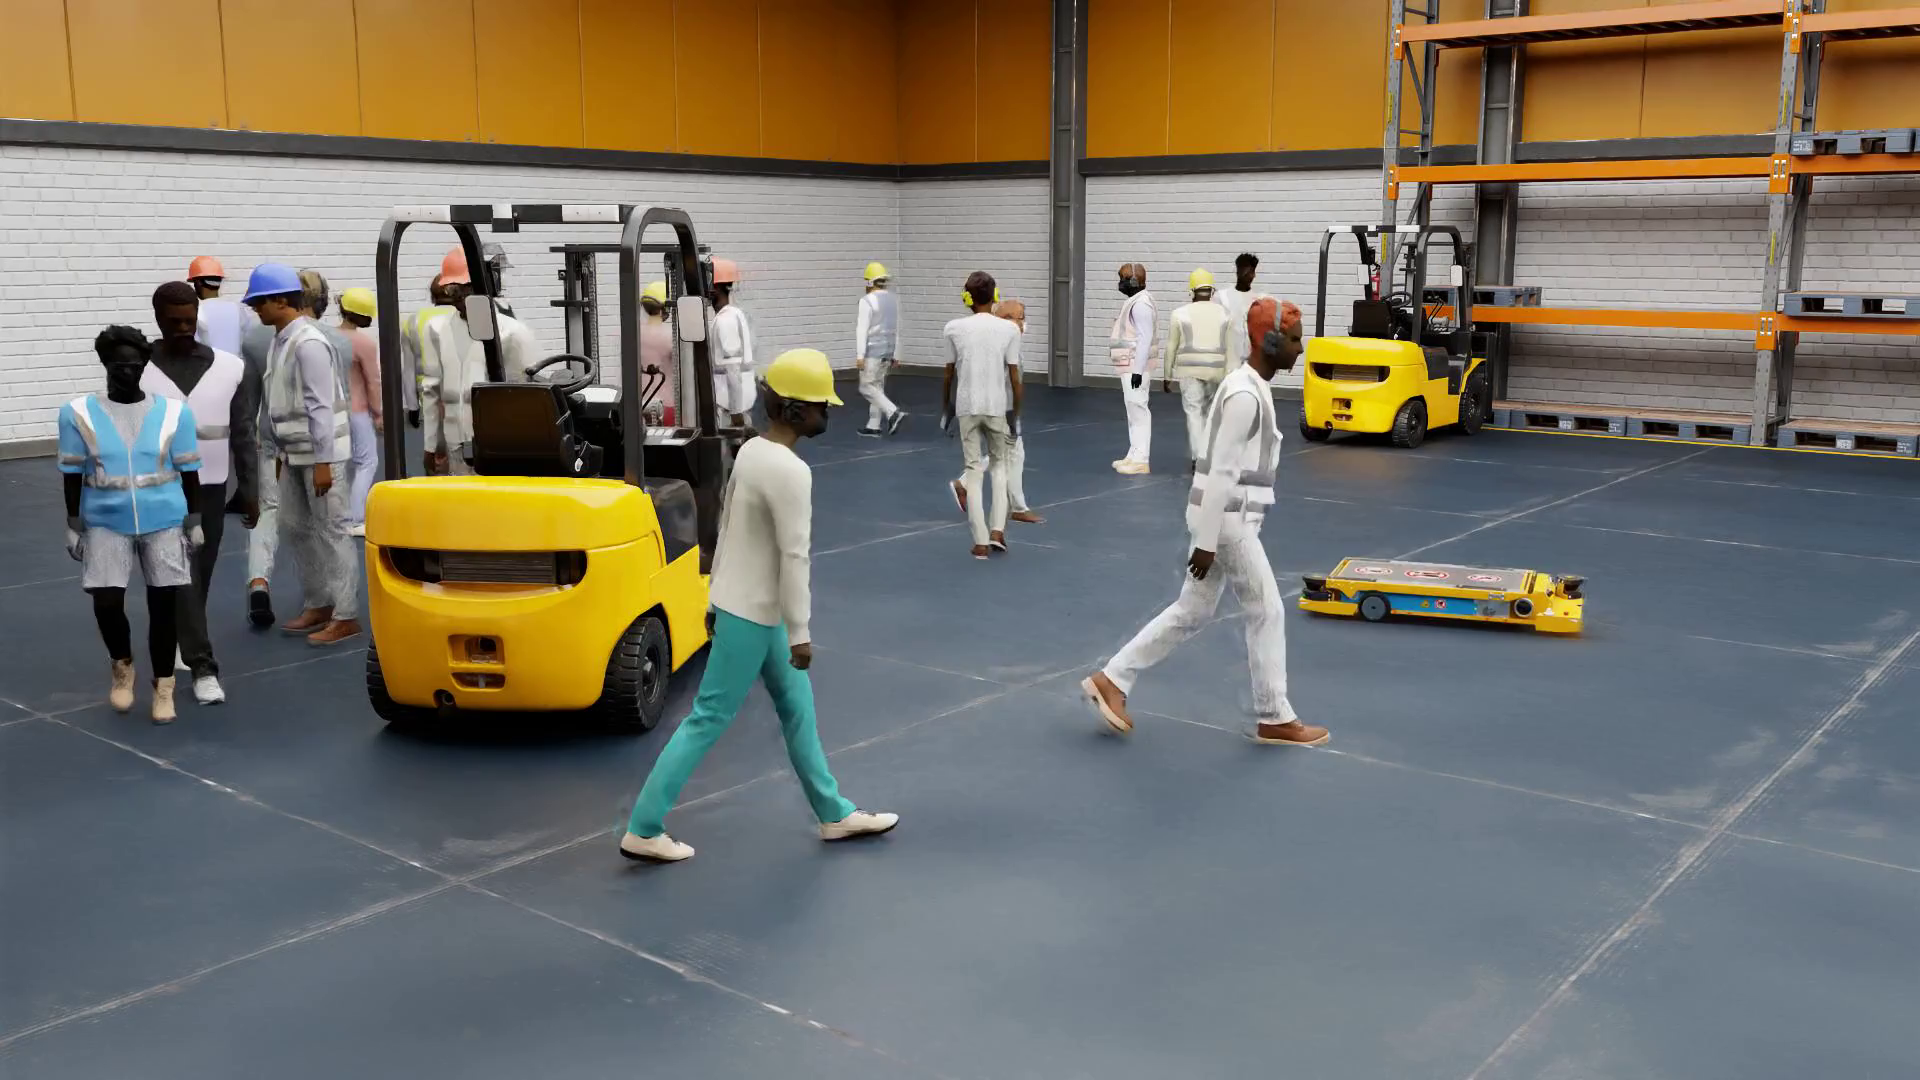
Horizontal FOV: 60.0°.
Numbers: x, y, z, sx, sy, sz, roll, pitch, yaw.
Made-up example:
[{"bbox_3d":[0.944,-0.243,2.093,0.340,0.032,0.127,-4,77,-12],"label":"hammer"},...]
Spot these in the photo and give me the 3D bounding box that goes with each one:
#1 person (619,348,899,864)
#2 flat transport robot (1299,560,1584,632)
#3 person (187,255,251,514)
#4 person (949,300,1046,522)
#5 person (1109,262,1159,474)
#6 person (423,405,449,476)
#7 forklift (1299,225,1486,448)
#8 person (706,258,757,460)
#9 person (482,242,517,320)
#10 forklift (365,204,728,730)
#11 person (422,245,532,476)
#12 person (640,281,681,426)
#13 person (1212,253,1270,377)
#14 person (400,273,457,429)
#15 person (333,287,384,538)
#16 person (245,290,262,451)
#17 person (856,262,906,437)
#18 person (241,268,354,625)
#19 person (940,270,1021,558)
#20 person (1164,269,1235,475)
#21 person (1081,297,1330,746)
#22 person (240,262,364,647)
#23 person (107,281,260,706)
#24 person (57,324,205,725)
[{"bbox_3d":[-0.695,0.223,5.434,0.941,1.693,0.520,-3,11,-15],"label":"person"},{"bbox_3d":[2.618,0.283,9.034,1.431,0.197,0.652,4,11,21],"label":"flat transport robot"},{"bbox_3d":[-5.468,-1.117,12.217,0.421,1.923,0.554,8,13,37],"label":"person"},{"bbox_3d":[0.275,-0.926,12.032,0.670,1.613,0.509,2,10,9],"label":"person"},{"bbox_3d":[1.518,-1.501,14.574,0.429,1.839,0.634,0,10,1],"label":"person"},{"bbox_3d":[-2.694,-0.398,9.023,0.512,1.639,0.311,5,11,26],"label":"person"},{"bbox_3d":[4.449,-2.115,16.993,1.214,2.155,2.313,8,13,38],"label":"forklift"},{"bbox_3d":[-1.654,-0.960,11.397,0.699,1.907,0.558,0,10,2],"label":"person"},{"bbox_3d":[-3.585,-1.328,13.056,0.739,2.000,0.697,0,10,-1],"label":"person"},{"bbox_3d":[-1.766,-0.406,7.525,1.214,2.155,2.313,1,10,7],"label":"forklift"},{"bbox_3d":[-2.516,-0.560,8.890,0.604,2.015,0.847,3,11,16],"label":"person"},{"bbox_3d":[-2.160,-0.959,11.819,0.538,1.748,0.505,5,11,25],"label":"person"},{"bbox_3d":[2.803,-1.898,16.602,0.605,1.908,1.040,-1,10,-5],"label":"person"},{"bbox_3d":[-3.551,-0.980,11.795,0.633,1.802,0.916,1,10,5],"label":"person"},{"bbox_3d":[-4.249,-0.871,11.436,0.664,1.725,0.340,4,11,23],"label":"person"},{"bbox_3d":[-6.704,-1.655,15.996,0.508,1.632,0.270,2,10,9],"label":"person"},{"bbox_3d":[-0.816,-1.937,17.058,0.616,1.811,0.604,7,12,35],"label":"person"},{"bbox_3d":[-3.618,-0.511,8.972,0.683,1.895,0.955,1,10,7],"label":"person"},{"bbox_3d":[0.130,-0.809,10.753,0.496,1.843,0.556,-1,10,-3],"label":"person"},{"bbox_3d":[2.107,-1.476,14.611,0.605,1.791,0.938,-1,10,-6],"label":"person"},{"bbox_3d":[0.990,-0.067,6.717,0.966,1.831,0.588,1,10,7],"label":"person"},{"bbox_3d":[-3.322,-0.426,8.401,0.462,1.926,0.614,-8,13,-38],"label":"person"},{"bbox_3d":[-3.536,-0.245,7.591,0.601,1.866,1.033,-8,13,-38],"label":"person"},{"bbox_3d":[-3.448,-0.056,6.967,0.551,1.685,0.361,-5,12,-27],"label":"person"}]
